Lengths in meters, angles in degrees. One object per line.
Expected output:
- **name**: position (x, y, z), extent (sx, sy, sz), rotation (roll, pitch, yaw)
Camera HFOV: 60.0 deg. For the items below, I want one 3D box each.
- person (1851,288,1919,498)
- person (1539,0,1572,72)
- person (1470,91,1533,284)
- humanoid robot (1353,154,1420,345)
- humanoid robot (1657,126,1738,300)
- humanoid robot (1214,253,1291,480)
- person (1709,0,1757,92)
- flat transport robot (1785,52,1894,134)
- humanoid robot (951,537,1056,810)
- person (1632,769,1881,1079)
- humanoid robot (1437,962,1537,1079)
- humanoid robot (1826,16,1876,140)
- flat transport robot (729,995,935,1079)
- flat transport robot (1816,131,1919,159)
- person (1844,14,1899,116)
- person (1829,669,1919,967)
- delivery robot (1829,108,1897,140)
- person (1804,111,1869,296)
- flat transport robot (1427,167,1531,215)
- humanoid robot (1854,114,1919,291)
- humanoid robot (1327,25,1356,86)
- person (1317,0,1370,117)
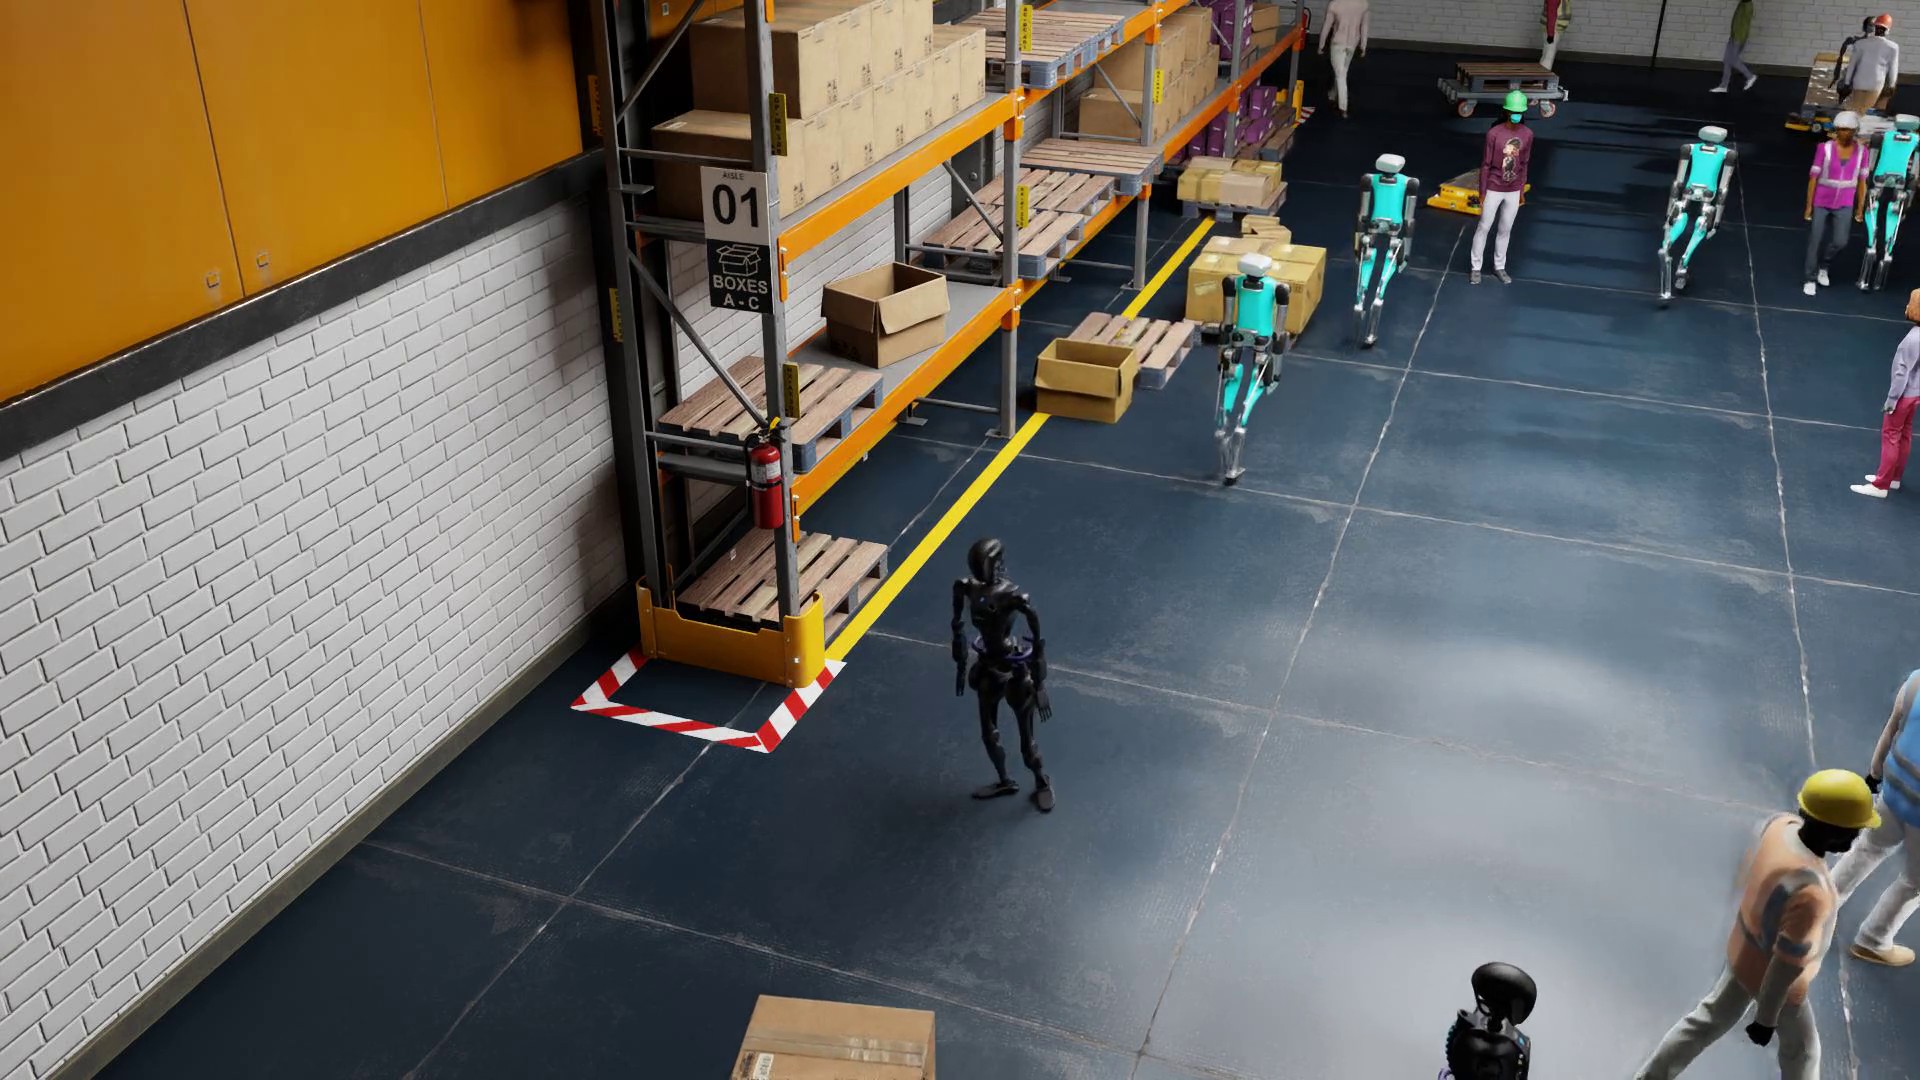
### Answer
- **person**: position (7.032, -1.097, 12.398), extent (0.499, 1.628, 0.280), rotation (-23, 35, -38)
- **person**: position (8.848, -7.589, 24.771), extent (0.430, 1.832, 0.634), rotation (12, 30, 22)
- **person**: position (5.484, -3.573, 16.847), extent (0.498, 1.950, 0.420), rotation (-3, 27, -5)
- **humanoid robot**: position (3.777, -2.524, 15.109), extent (0.542, 1.837, 0.746), rotation (13, 30, 23)
- **humanoid robot**: position (7.087, -3.092, 16.177), extent (0.530, 1.708, 1.072), rotation (17, 32, 30)
- **humanoid robot**: position (2.093, -1.205, 12.523), extent (0.541, 1.812, 0.760), rotation (16, 31, 28)
- **person**: position (11.640, -7.468, 24.767), extent (0.525, 1.618, 0.502), rotation (3, 27, 6)
- **flat transport robot**: position (12.171, -5.726, 22.857), extent (1.431, 0.231, 0.659), rotation (15, 31, 27)
- **humanoid robot**: position (0.246, 0.701, 8.855), extent (0.611, 1.637, 0.421), rotation (17, 32, 29)
- **person**: position (3.293, 1.698, 6.703), extent (0.982, 1.874, 0.602), rotation (4, 28, 8)
- **humanoid robot**: position (1.782, 2.148, 6.047), extent (0.500, 1.649, 0.593), rotation (9, 29, 17)
- **humanoid robot**: position (11.857, -6.073, 22.027), extent (0.611, 1.652, 0.596), rotation (14, 30, 25)
- **flat transport robot**: position (-0.587, 2.735, 6.446), extent (1.431, 0.231, 0.659), rotation (-16, 31, -28)
- **flat transport robot**: position (12.099, -5.231, 21.896), extent (1.431, 0.231, 0.659), rotation (-9, 29, -18)
- **person**: position (11.949, -5.997, 21.773), extent (0.557, 1.733, 0.594), rotation (-23, 35, -37)
- **person**: position (4.490, 1.223, 7.716), extent (0.433, 1.801, 0.727), rotation (-7, 28, -13)
- **delivery robot**: position (11.888, -5.376, 21.861), extent (0.781, 0.591, 0.499), rotation (7, 28, 12)
- **person**: position (8.692, -3.347, 16.550), extent (0.565, 1.827, 0.456), rotation (9, 29, 16)
- **flat transport robot**: position (6.204, -4.164, 19.828), extent (0.659, 0.231, 1.431), rotation (21, 34, 35)
- **humanoid robot**: position (9.184, -3.245, 16.482), extent (0.543, 1.832, 0.690), rotation (7, 28, 13)
- **humanoid robot**: position (5.871, -7.788, 25.305), extent (0.599, 1.657, 0.315), rotation (17, 32, 30)
- **person**: position (5.400, -7.045, 23.647), extent (0.656, 1.885, 0.999), rotation (-6, 28, -12)
